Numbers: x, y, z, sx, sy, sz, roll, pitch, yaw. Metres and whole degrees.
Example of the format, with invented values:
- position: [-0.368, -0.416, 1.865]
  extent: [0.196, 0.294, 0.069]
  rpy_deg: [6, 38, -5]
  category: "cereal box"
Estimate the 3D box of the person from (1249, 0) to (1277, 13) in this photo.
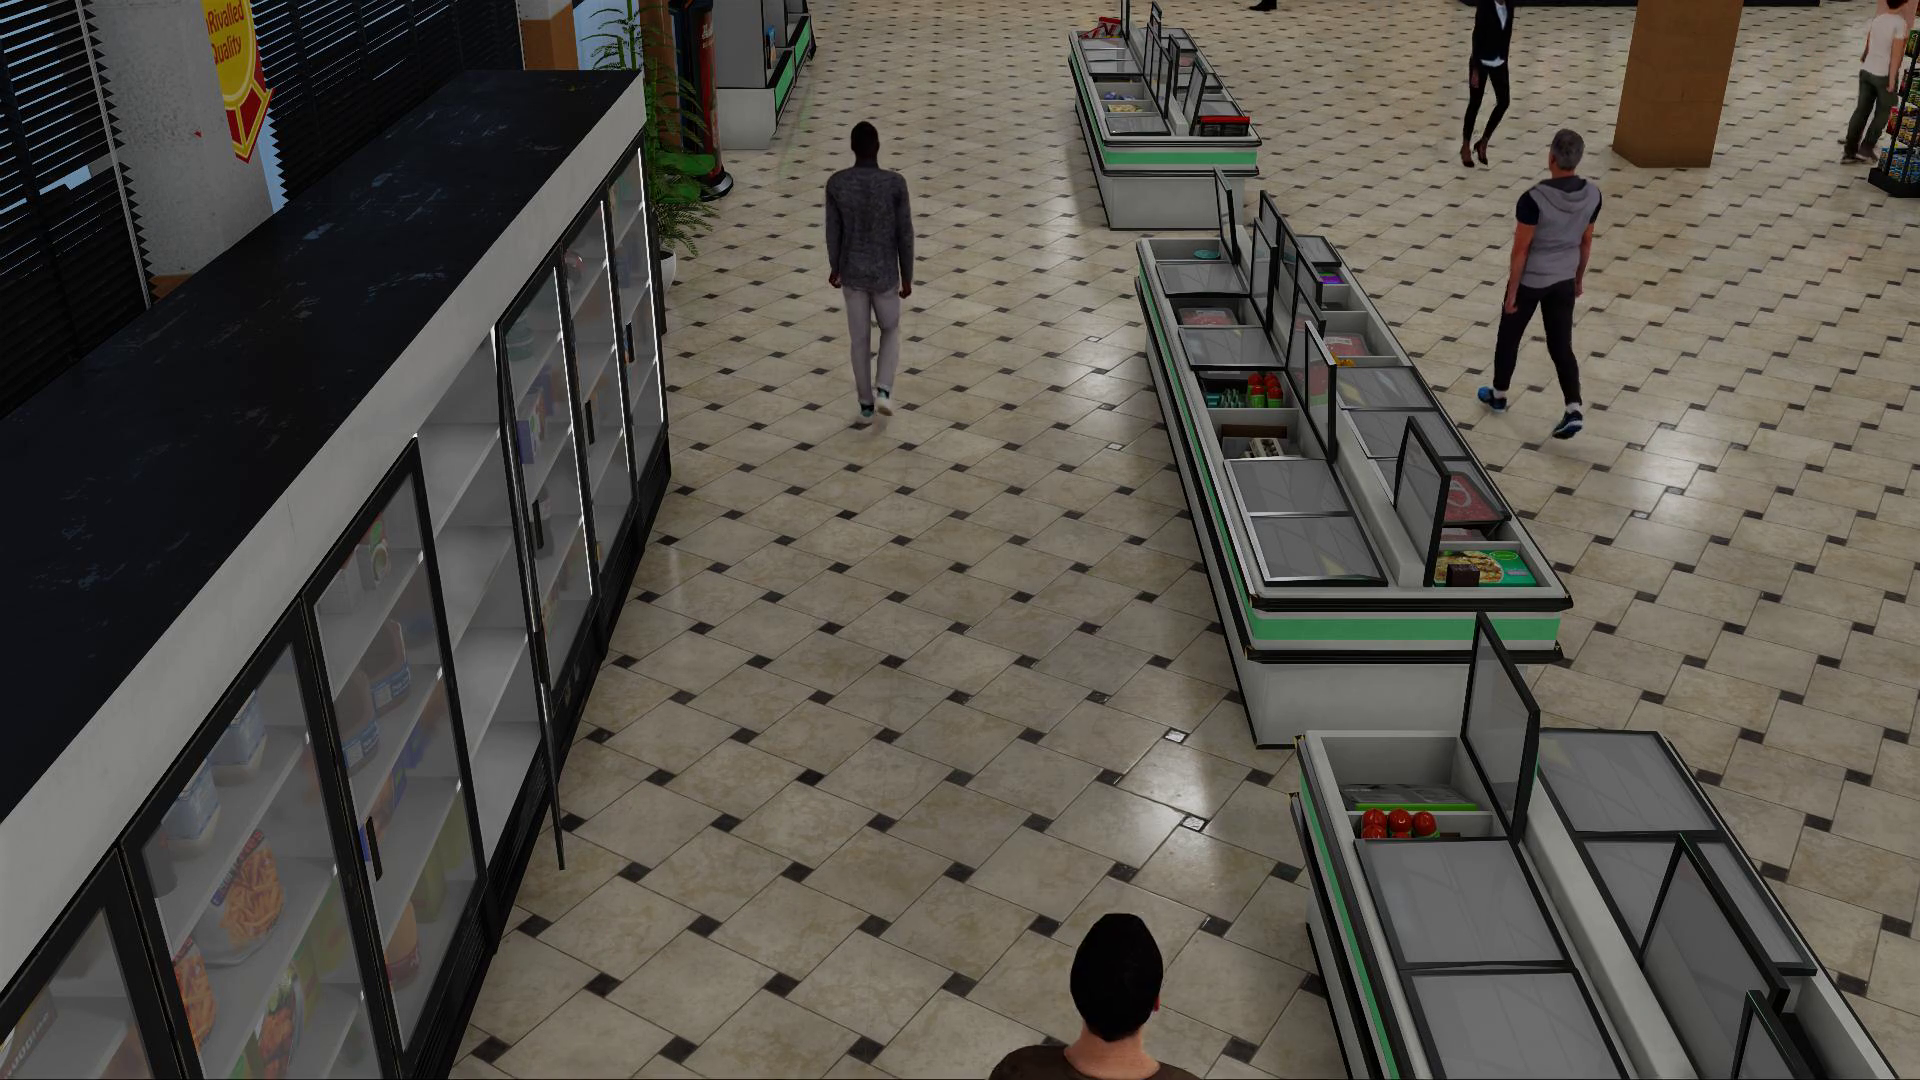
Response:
- position: [4.392, -8.485, 23.537]
  extent: [0.844, 1.890, 0.756]
  rpy_deg: [20, 33, 34]
  category: "person"

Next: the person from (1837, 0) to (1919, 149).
- position: [9.071, -4.760, 16.305]
  extent: [0.718, 1.789, 0.584]
  rpy_deg: [-10, 29, -19]
  category: "person"

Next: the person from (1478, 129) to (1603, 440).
- position: [3.492, -1.456, 9.787]
  extent: [0.870, 1.792, 1.265]
  rpy_deg: [-5, 27, -10]
  category: "person"

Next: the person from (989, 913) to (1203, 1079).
- position: [0.258, 1.662, 3.579]
  extent: [0.659, 1.845, 1.160]
  rpy_deg: [1, 27, 2]
  category: "person"

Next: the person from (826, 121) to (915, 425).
- position: [-0.559, -1.540, 9.920]
  extent: [0.698, 1.820, 0.690]
  rpy_deg: [1, 27, 2]
  category: "person"

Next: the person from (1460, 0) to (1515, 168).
- position: [4.883, -4.411, 15.580]
  extent: [0.732, 1.822, 0.760]
  rpy_deg: [-10, 29, -19]
  category: "person"

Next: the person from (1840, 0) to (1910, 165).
- position: [8.597, -4.365, 15.687]
  extent: [0.746, 1.643, 0.656]
  rpy_deg: [-8, 28, -16]
  category: "person"
